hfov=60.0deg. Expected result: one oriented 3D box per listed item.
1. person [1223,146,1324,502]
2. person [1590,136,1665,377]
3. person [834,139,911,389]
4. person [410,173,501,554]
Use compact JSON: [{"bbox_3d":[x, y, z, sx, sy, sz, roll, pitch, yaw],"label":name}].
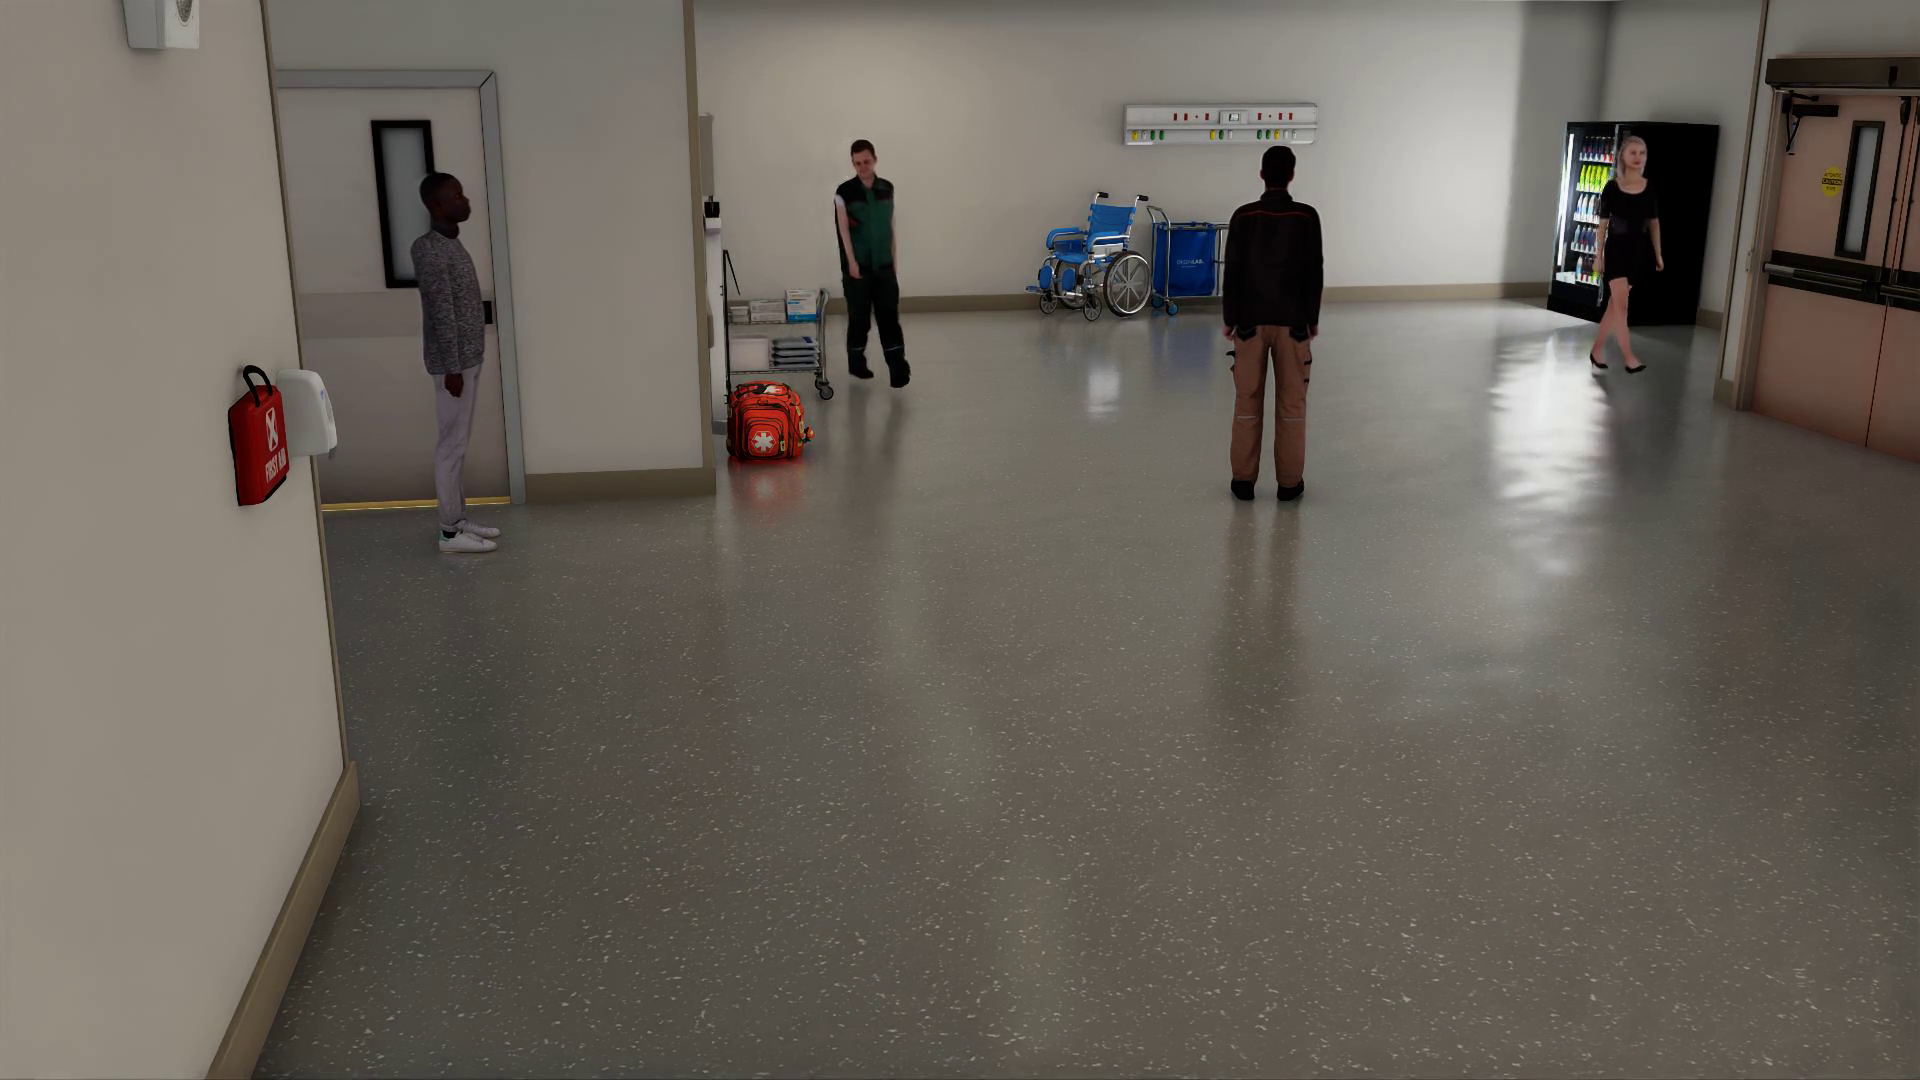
[{"bbox_3d":[1.701,-1.175,9.097,0.770,1.925,0.729,3,16,9],"label":"person"},{"bbox_3d":[5.084,-2.158,12.841,0.577,1.785,1.135,-3,16,-10],"label":"person"},{"bbox_3d":[-0.718,-2.019,12.342,0.854,1.785,1.187,-8,18,-27],"label":"person"},{"bbox_3d":[-2.505,-0.873,8.185,0.746,1.837,0.467,-2,16,-8],"label":"person"}]
